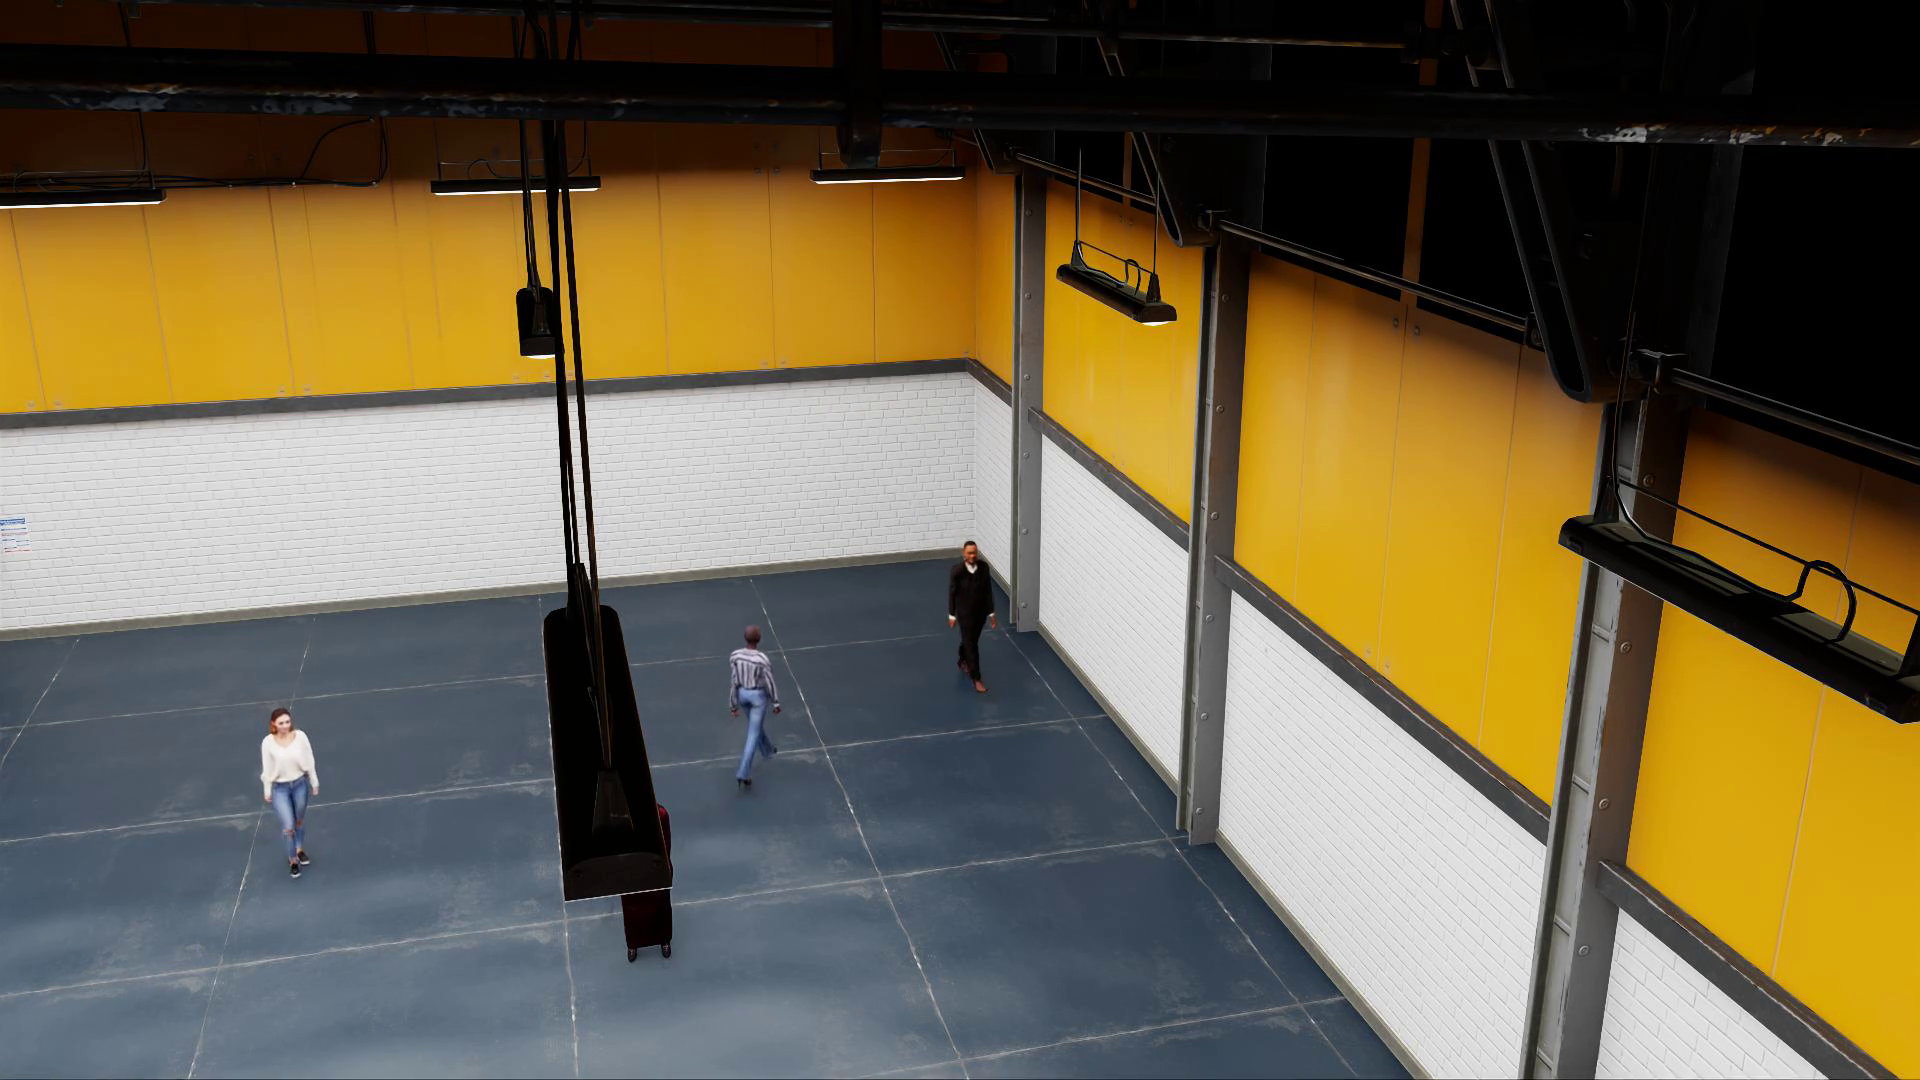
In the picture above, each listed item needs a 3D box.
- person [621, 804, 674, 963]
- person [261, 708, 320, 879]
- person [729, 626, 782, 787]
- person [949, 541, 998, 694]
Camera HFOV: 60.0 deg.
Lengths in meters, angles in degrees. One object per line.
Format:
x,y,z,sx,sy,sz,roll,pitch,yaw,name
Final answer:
-2.787,2.883,14.648,0.665,1.758,0.599,-4,19,-11,person
-6.551,2.397,16.216,0.767,1.677,0.851,-12,22,-32,person
-2.250,1.824,17.834,1.117,1.732,1.272,7,20,20,person
0.115,0.893,20.424,0.803,1.843,1.363,-8,20,-22,person
